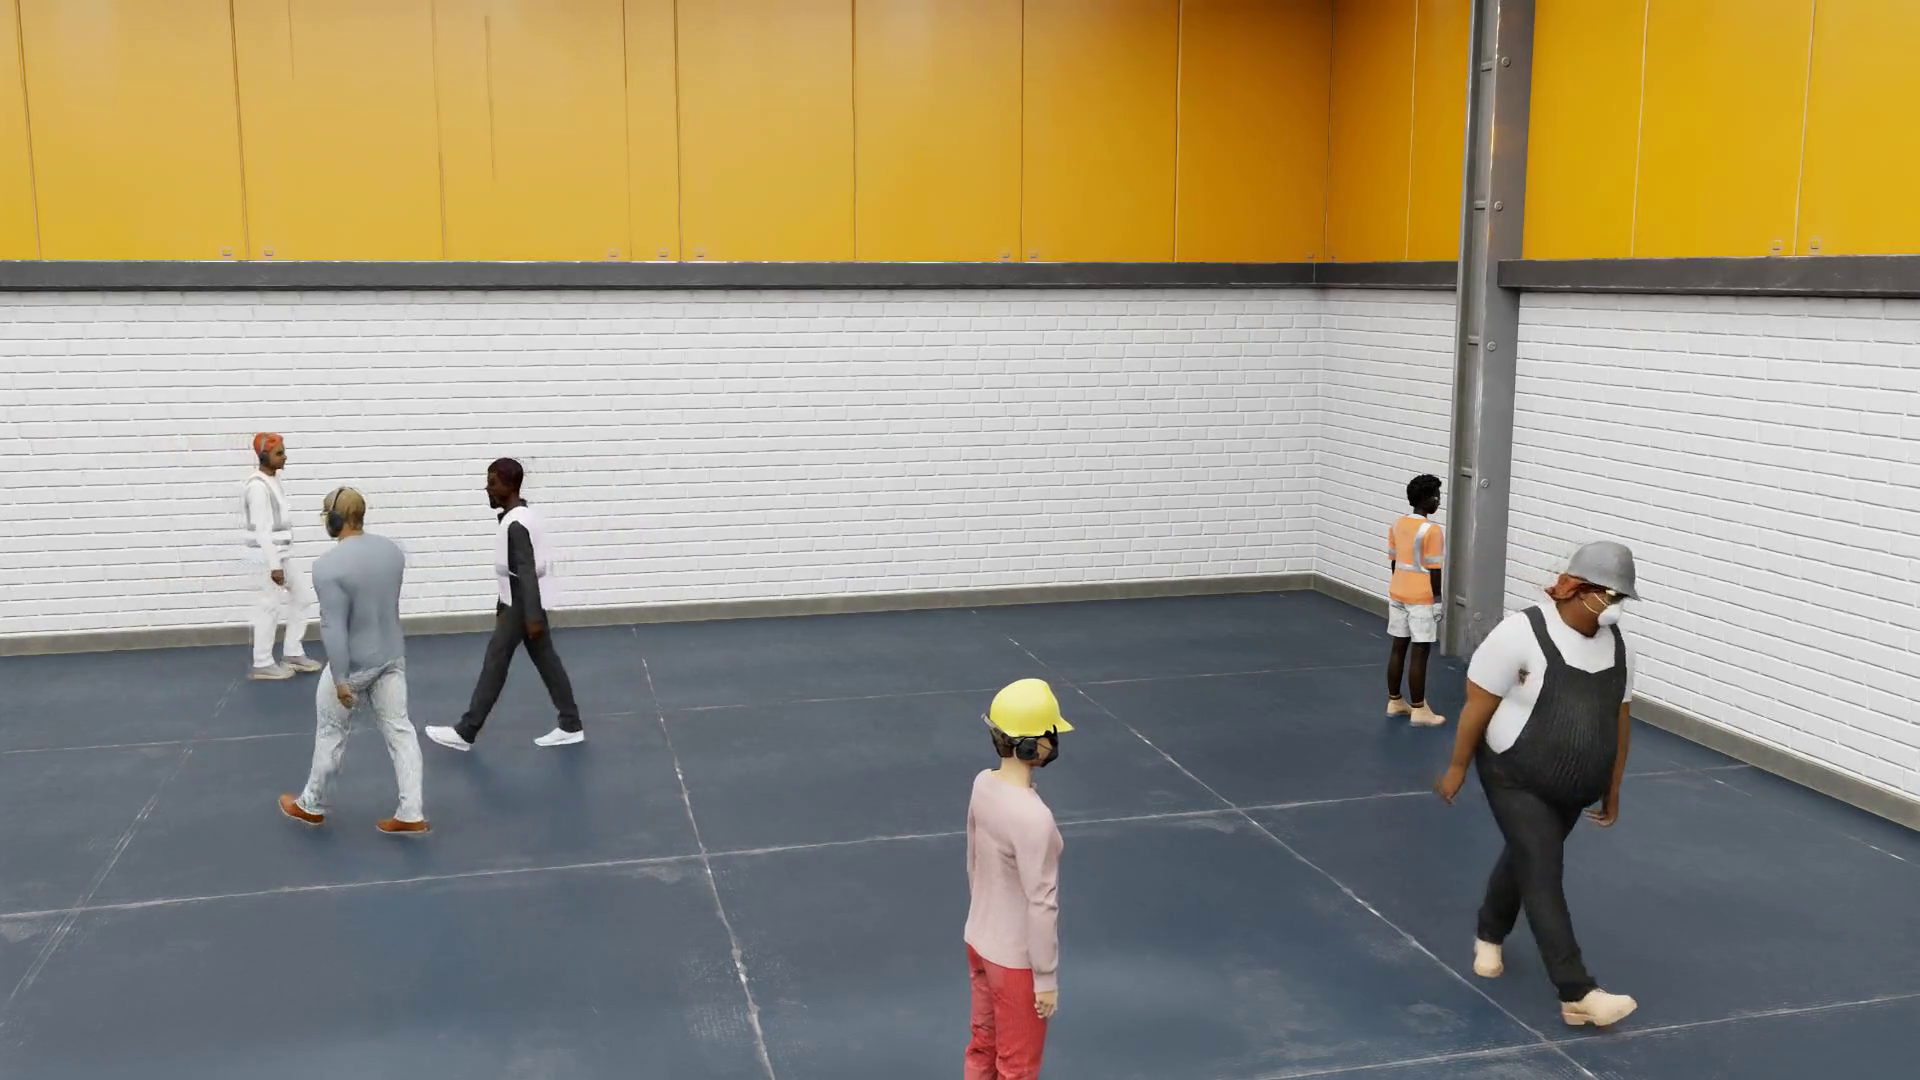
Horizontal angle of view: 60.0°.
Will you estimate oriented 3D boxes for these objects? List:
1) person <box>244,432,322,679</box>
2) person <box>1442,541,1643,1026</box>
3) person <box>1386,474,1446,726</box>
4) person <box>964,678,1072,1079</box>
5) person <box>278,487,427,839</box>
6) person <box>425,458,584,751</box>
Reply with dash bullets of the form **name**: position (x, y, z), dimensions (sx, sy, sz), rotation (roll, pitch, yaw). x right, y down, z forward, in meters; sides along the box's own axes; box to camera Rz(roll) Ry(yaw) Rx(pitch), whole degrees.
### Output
- **person**: position (-5.041, 0.122, 12.410), dimensions (0.622, 1.859, 0.607), rotation (-1, 9, -9)
- **person**: position (2.438, 0.923, 6.859), dimensions (0.750, 2.000, 1.003), rotation (-4, 10, -21)
- **person**: position (3.078, 0.398, 11.208), dimensions (0.321, 1.696, 0.530), rotation (-3, 10, -18)
- **person**: position (0.187, 1.308, 5.312), dimensions (0.331, 1.768, 0.526), rotation (-4, 10, -21)
- **person**: position (-3.287, 0.655, 8.961), dimensions (0.958, 1.894, 0.645), rotation (5, 10, 27)
- **person**: position (-2.886, 0.416, 10.540), dimensions (0.999, 1.868, 0.620), rotation (-2, 9, -12)
